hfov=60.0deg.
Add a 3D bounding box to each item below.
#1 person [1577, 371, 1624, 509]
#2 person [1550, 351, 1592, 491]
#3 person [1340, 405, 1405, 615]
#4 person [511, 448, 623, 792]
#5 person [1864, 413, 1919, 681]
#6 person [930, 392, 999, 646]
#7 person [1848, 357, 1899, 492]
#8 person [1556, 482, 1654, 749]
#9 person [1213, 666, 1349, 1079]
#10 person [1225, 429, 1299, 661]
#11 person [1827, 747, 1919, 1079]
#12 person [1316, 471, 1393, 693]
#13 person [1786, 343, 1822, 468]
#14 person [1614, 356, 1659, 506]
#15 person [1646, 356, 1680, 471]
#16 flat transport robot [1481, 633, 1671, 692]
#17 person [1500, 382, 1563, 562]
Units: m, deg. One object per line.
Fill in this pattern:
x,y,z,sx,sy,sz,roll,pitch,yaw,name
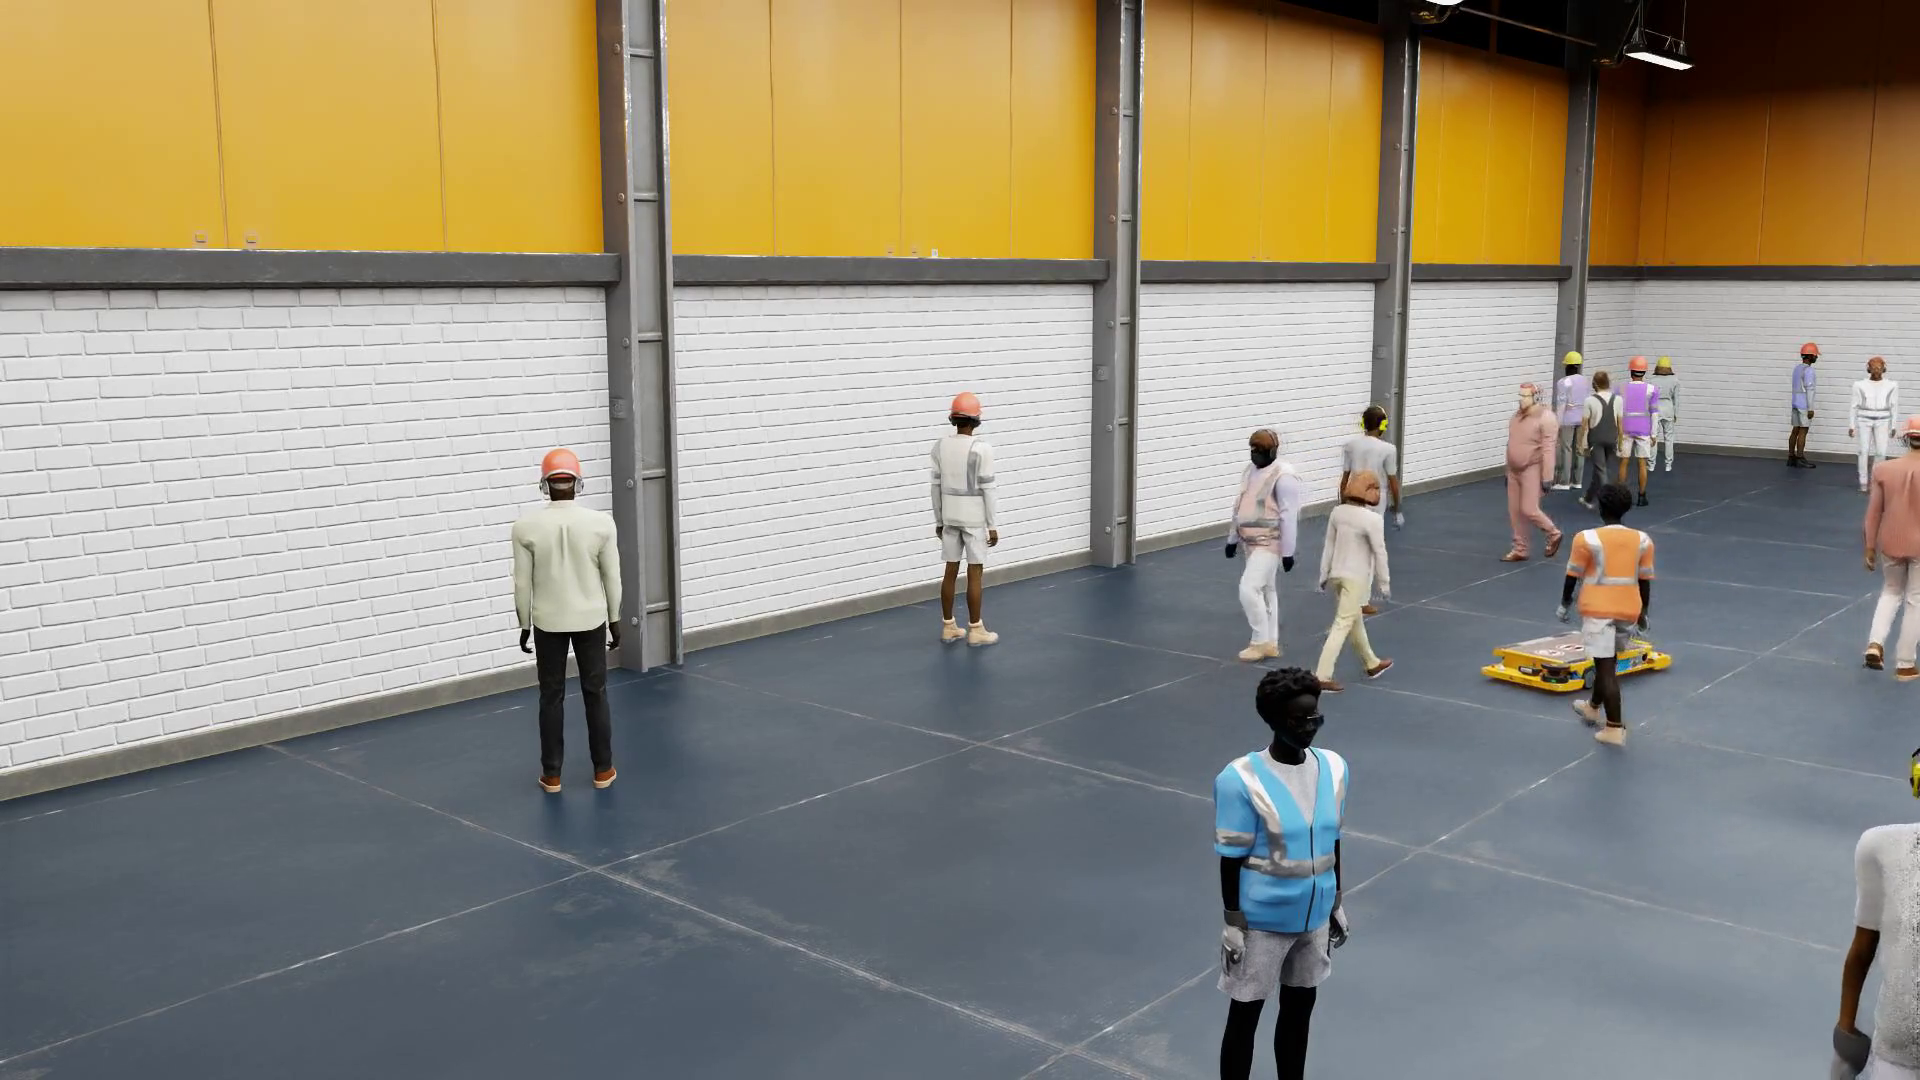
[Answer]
8.021,-1.215,20.808,0.523,1.786,1.009,-1,9,-8,person
8.458,-1.644,23.025,0.586,1.930,0.357,-4,10,-25,person
3.599,-0.252,14.551,0.445,1.845,0.503,-8,12,-42,person
-2.256,0.463,9.600,0.609,1.993,0.382,-2,9,-15,person
6.999,0.053,12.203,0.426,1.980,0.611,-7,12,-39,person
0.051,-0.168,13.391,0.615,2.047,0.357,7,11,36,person
12.470,-1.562,22.722,0.597,1.862,0.594,4,10,23,person
4.115,0.454,10.719,0.540,1.654,0.841,-2,9,-11,person
1.078,1.252,5.568,0.535,1.699,0.318,-5,10,-28,person
2.290,0.046,12.782,0.533,1.814,0.684,-2,9,-14,person
2.520,1.377,4.285,0.526,1.866,0.376,7,12,39,person
2.867,0.291,11.971,0.880,1.577,0.506,-5,10,-27,person
13.077,-2.080,25.743,0.361,1.938,0.546,0,9,1,person
8.709,-1.400,21.461,0.549,1.942,0.344,4,10,24,person
10.691,-1.921,25.348,0.486,1.746,0.290,2,9,11,person
4.592,0.881,12.367,1.431,0.197,0.652,-7,11,-36,flat transport robot
5.925,-0.698,17.239,0.544,1.892,0.642,-3,10,-20,person
